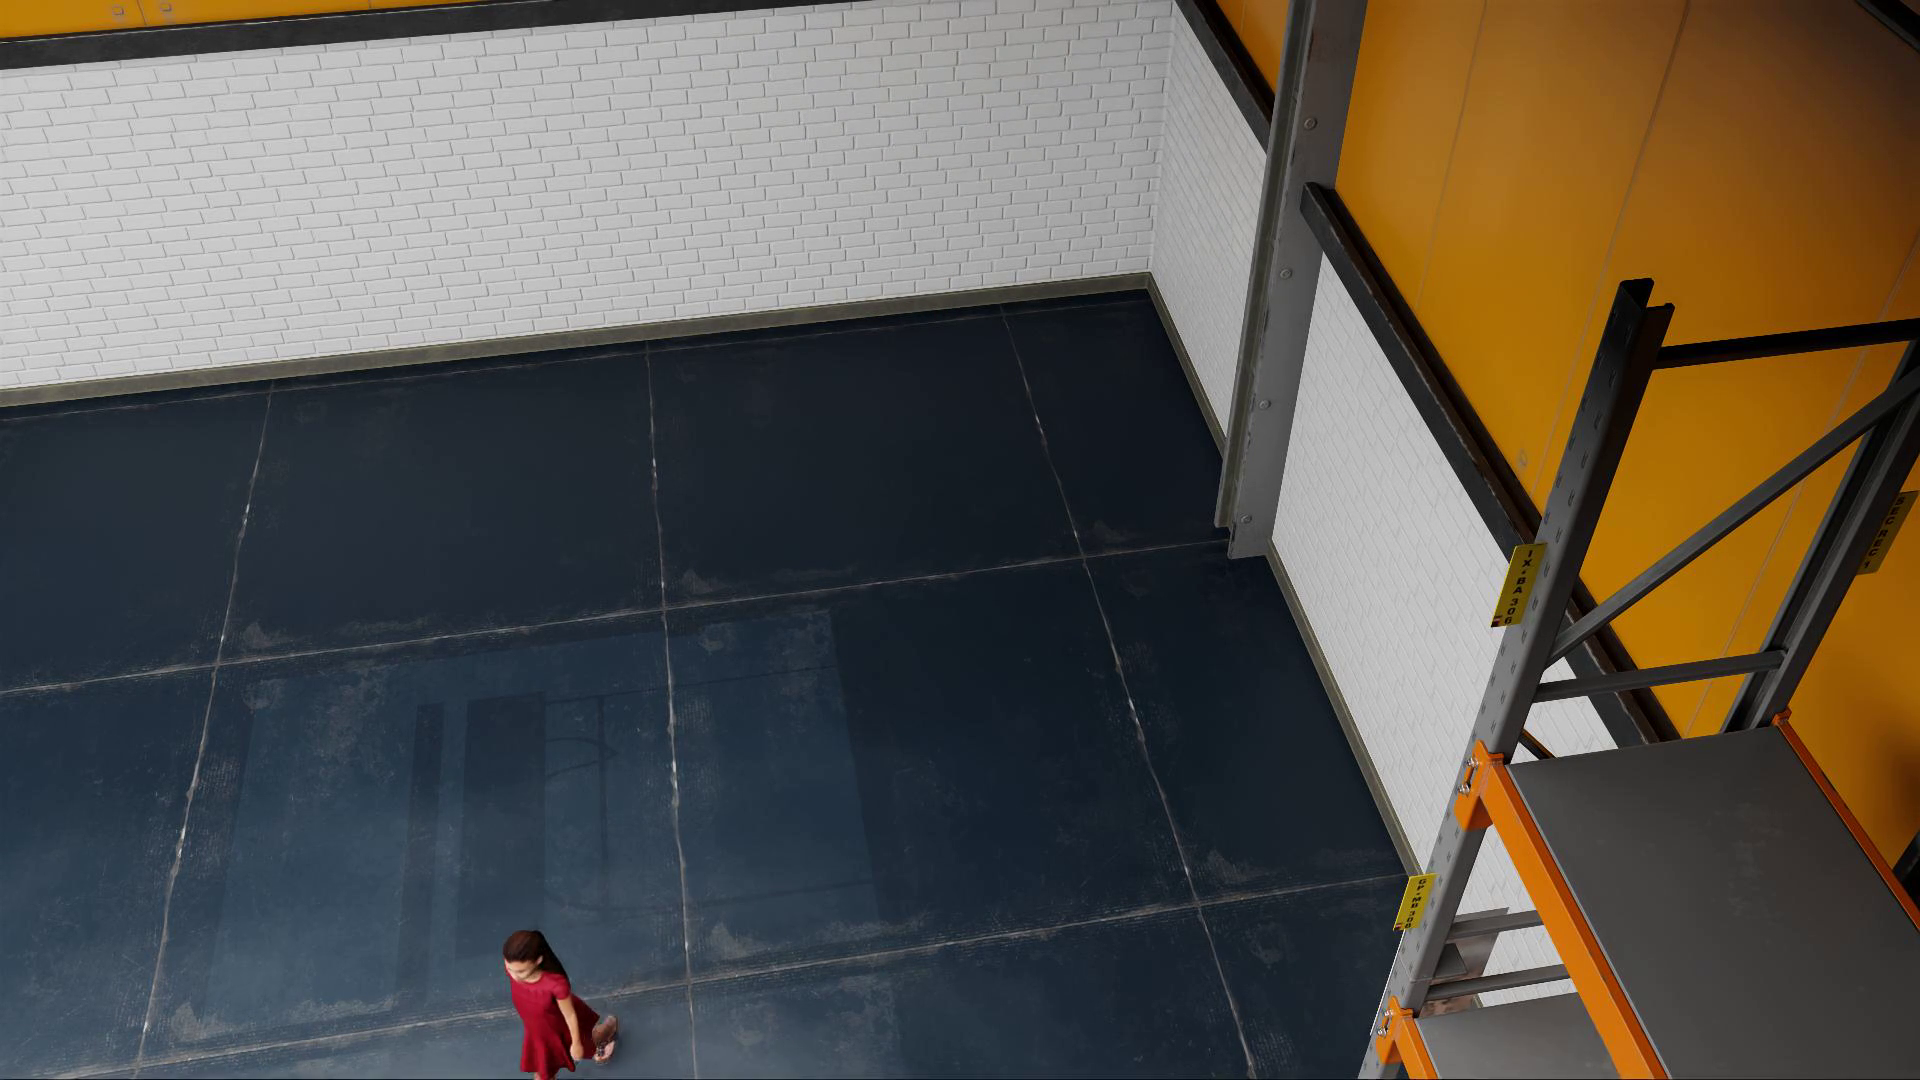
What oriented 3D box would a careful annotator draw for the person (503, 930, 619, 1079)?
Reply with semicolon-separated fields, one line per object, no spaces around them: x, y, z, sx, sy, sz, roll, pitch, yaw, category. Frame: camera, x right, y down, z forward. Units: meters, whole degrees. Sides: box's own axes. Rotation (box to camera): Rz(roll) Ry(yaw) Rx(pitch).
-2.028;2.399;8.482;0.811;1.534;1.023;11;45;12;person
